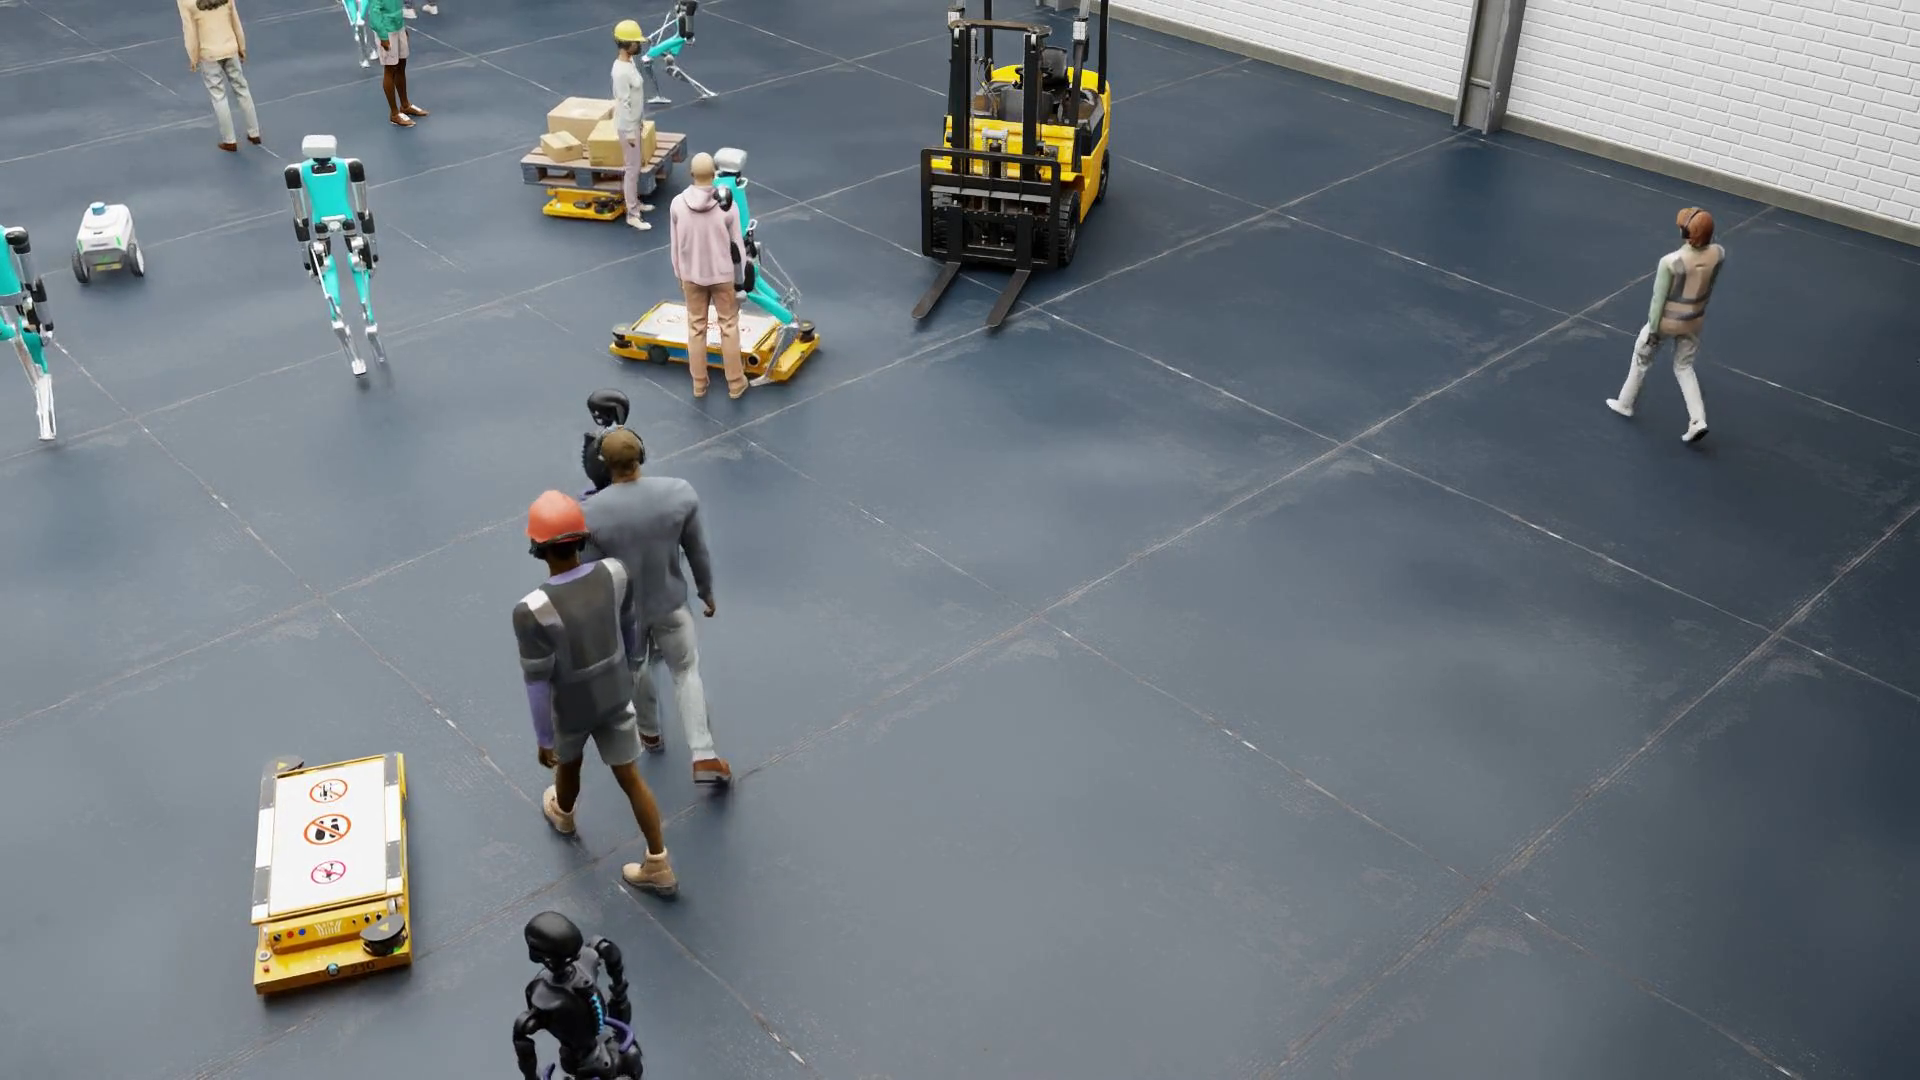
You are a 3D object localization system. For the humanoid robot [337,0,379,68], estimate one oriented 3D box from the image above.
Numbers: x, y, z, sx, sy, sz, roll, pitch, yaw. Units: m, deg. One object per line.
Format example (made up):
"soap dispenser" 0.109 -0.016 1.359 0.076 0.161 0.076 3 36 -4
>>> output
"humanoid robot" -6.553 -5.870 17.907 0.547 1.771 1.034 -3 33 -4

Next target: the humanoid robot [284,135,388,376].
"humanoid robot" -4.372 -1.929 11.804 0.543 1.787 0.875 -12 35 -18

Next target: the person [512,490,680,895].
"person" -1.683 0.699 7.524 0.633 1.983 1.015 -27 42 -35

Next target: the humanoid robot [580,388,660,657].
"humanoid robot" -1.873 -0.071 9.010 0.506 1.643 0.611 -14 35 -20

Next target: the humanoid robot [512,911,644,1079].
"humanoid robot" -1.365 1.922 5.963 0.778 1.623 0.599 17 37 24

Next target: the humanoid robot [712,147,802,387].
"humanoid robot" -1.366 -1.908 11.729 0.697 1.749 0.545 0 33 0

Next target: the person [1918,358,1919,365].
"person" 7.277 -1.876 11.762 0.560 1.658 0.676 -3 33 -5

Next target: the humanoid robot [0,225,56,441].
"humanoid robot" -6.325 -1.504 11.136 0.558 1.737 1.013 -9 34 -13

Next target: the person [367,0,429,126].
"person" -5.673 -5.073 16.522 0.397 1.850 0.493 6 33 9

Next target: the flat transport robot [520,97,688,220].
"flat transport robot" -3.215 -3.284 15.221 0.659 0.231 1.431 7 34 11

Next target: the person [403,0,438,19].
"person" -6.537 -7.147 19.711 0.480 1.857 0.838 21 38 28

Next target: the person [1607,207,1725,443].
"person" 4.835 -1.444 11.160 0.512 1.605 0.760 -8 34 -12

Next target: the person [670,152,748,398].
"person" -1.741 -1.817 11.587 0.530 1.776 0.408 2 33 3

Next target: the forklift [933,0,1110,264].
"forklift" 0.570 -3.725 14.138 1.214 2.155 2.313 9 34 13

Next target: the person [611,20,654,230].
"person" -2.809 -3.573 14.307 0.348 1.748 0.577 -2 33 -3

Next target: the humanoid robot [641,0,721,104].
"humanoid robot" -2.959 -5.222 16.873 0.980 1.744 0.547 -7 34 -10

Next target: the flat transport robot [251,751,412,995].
"flat transport robot" -2.962 1.502 7.865 0.659 0.231 1.431 -9 34 -14

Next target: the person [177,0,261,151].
"person" -7.072 -4.653 15.854 0.391 1.875 0.564 27 42 35

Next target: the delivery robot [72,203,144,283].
"delivery robot" -7.038 -2.482 13.714 0.499 0.581 0.754 -10 34 -15

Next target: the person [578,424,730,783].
"person" -1.490 0.373 8.119 0.657 1.892 0.837 -12 35 -17

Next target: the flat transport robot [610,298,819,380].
"flat transport robot" -1.843 -1.509 12.493 1.431 0.231 0.659 10 34 15
